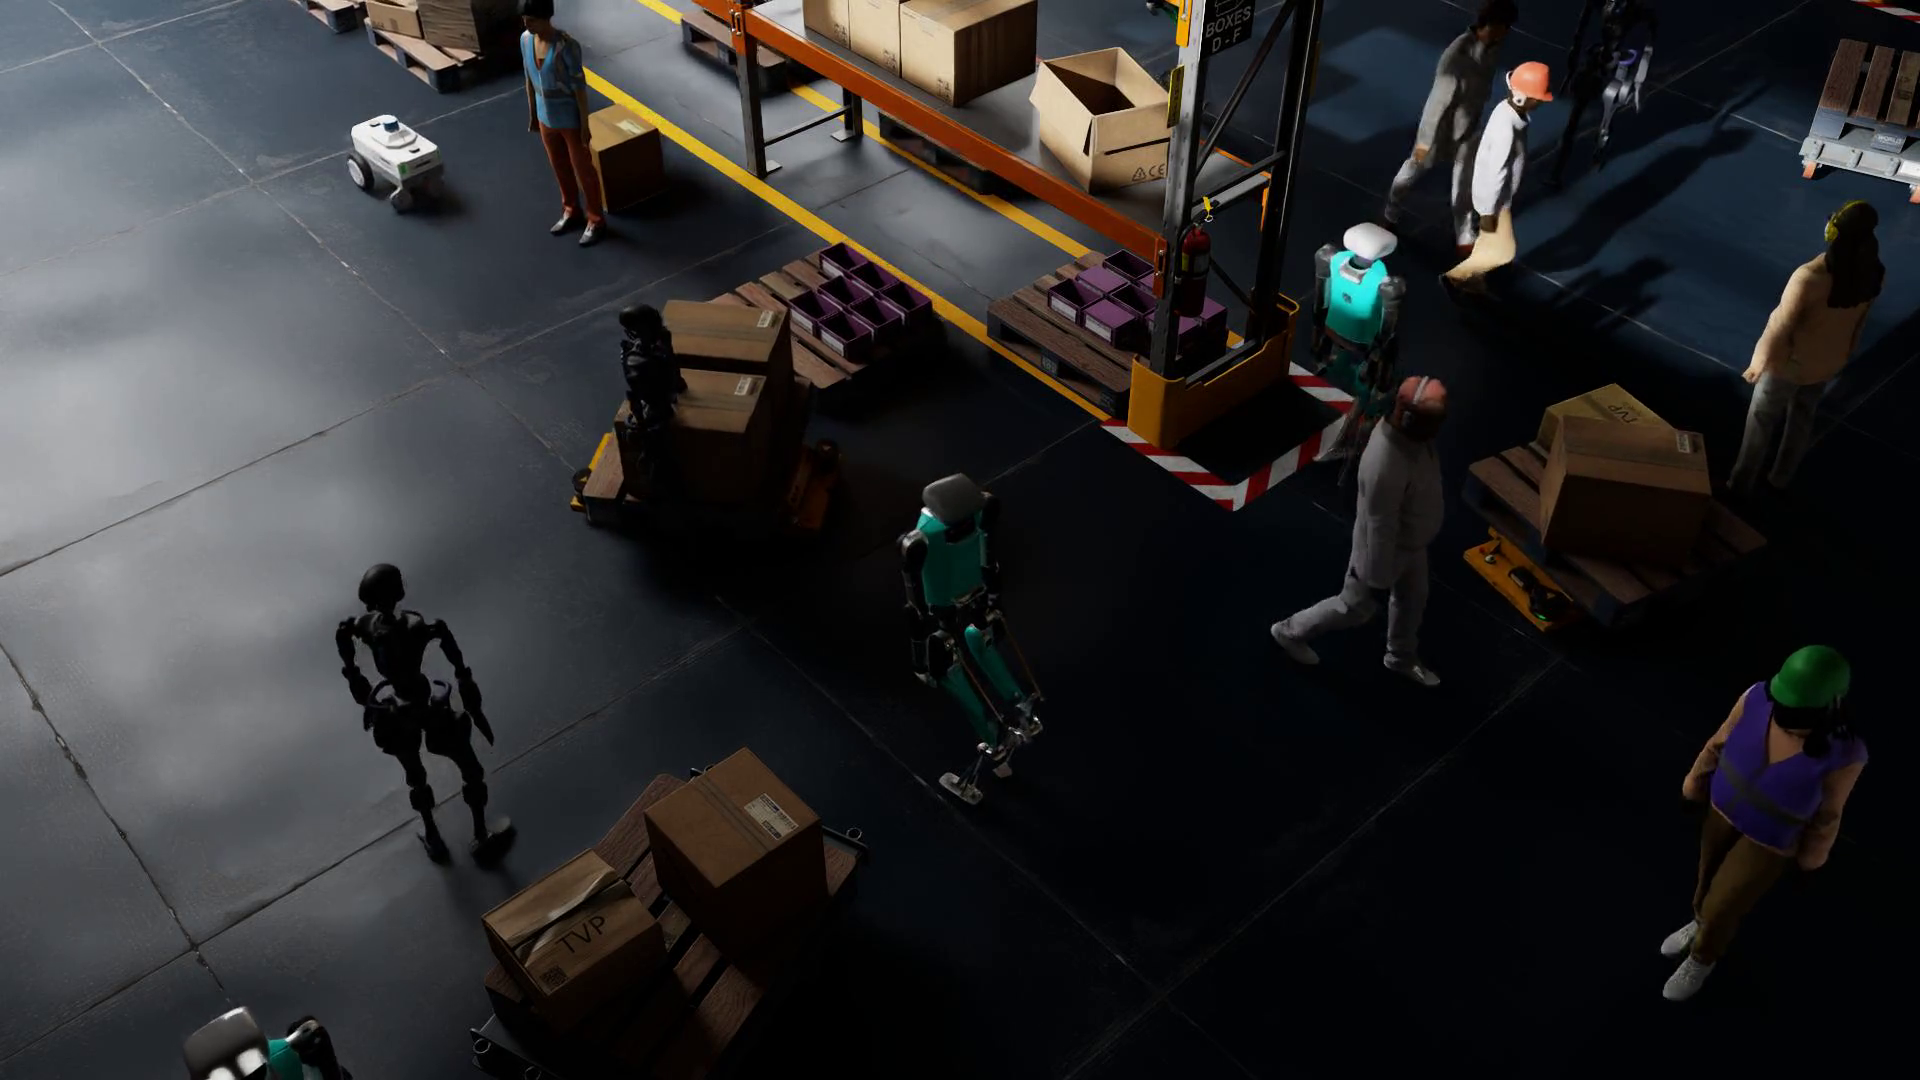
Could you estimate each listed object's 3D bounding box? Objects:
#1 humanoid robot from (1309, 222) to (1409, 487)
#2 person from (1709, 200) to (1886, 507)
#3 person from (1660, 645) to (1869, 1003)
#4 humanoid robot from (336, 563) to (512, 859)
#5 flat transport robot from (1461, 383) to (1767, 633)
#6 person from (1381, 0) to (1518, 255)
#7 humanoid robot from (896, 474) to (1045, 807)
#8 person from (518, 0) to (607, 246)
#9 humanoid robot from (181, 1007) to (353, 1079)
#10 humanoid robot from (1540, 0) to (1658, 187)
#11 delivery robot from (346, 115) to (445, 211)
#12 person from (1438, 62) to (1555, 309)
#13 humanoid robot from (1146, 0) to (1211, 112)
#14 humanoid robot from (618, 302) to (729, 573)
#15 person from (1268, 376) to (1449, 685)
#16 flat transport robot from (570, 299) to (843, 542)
[{"bbox_3d":[2.244,-0.997,9.143,0.744,1.855,0.535,-33,52,-31],"label":"humanoid robot"},{"bbox_3d":[4.553,-0.975,8.979,0.559,1.868,0.392,-10,44,-11],"label":"person"},{"bbox_3d":[3.114,1.139,6.640,0.624,1.908,0.589,-21,46,-21],"label":"person"},{"bbox_3d":[-2.353,0.765,7.229,0.587,1.643,0.356,2,43,2],"label":"humanoid robot"},{"bbox_3d":[3.530,0.022,9.071,1.431,0.231,0.659,-19,46,-20],"label":"flat transport robot"},{"bbox_3d":[3.197,-2.678,10.888,0.689,1.788,0.820,-23,47,-23],"label":"person"},{"bbox_3d":[0.112,0.519,7.388,0.531,1.725,0.726,-31,51,-29],"label":"humanoid robot"},{"bbox_3d":[-2.656,-2.806,11.048,0.498,1.759,0.332,20,46,21],"label":"person"},{"bbox_3d":[-2.469,2.016,5.842,0.934,1.797,0.551,33,52,30],"label":"humanoid robot"},{"bbox_3d":[4.496,-3.203,11.571,0.601,1.628,0.777,24,48,24],"label":"humanoid robot"},{"bbox_3d":[-4.031,-2.733,11.868,0.782,0.610,0.524,33,52,31],"label":"delivery robot"},{"bbox_3d":[3.377,-2.179,10.373,0.388,1.731,0.592,14,44,14],"label":"person"},{"bbox_3d":[1.755,-4.001,12.420,0.531,1.786,1.050,-19,46,-20],"label":"humanoid robot"},{"bbox_3d":[-1.539,-0.562,8.688,0.604,1.652,0.589,7,43,8],"label":"humanoid robot"},{"bbox_3d":[1.994,-0.011,7.933,0.850,1.888,0.658,19,46,20],"label":"person"},{"bbox_3d":[-1.435,-0.357,9.483,1.431,0.231,0.659,6,43,6],"label":"flat transport robot"}]
